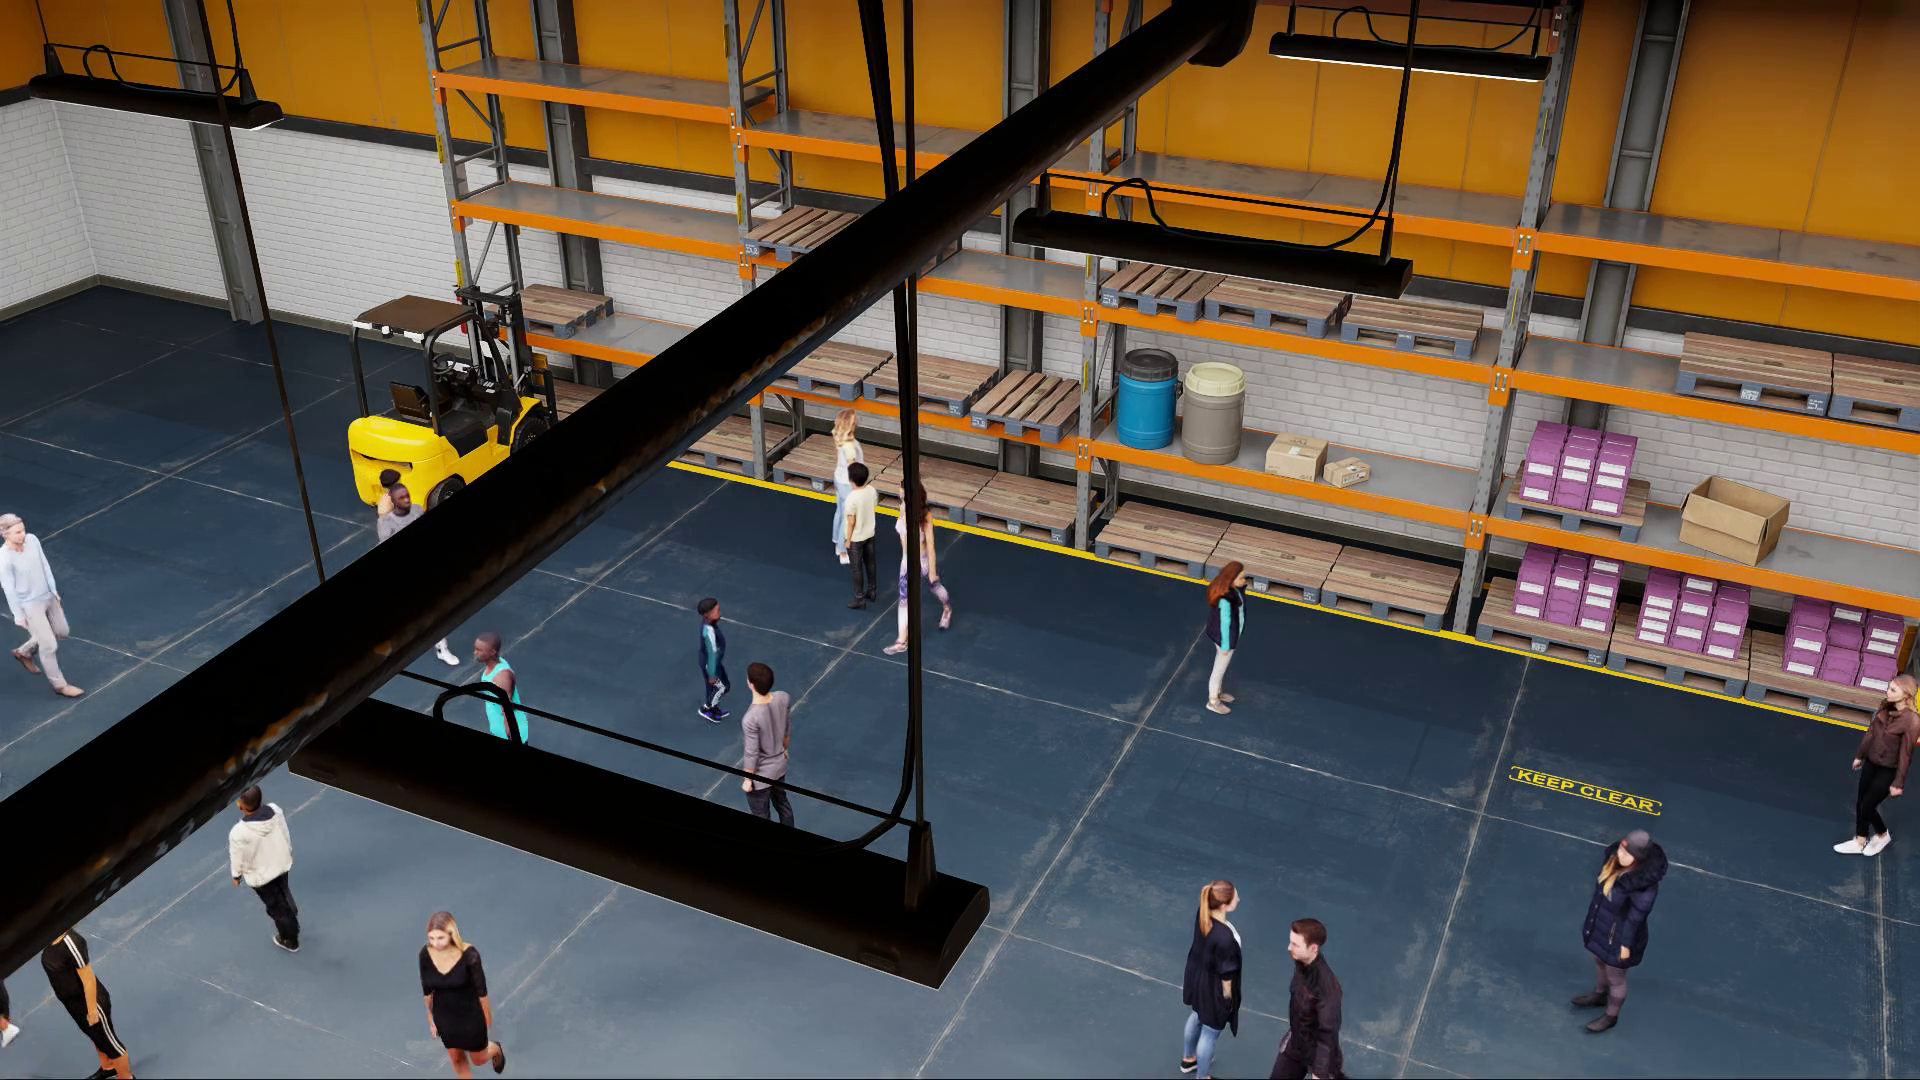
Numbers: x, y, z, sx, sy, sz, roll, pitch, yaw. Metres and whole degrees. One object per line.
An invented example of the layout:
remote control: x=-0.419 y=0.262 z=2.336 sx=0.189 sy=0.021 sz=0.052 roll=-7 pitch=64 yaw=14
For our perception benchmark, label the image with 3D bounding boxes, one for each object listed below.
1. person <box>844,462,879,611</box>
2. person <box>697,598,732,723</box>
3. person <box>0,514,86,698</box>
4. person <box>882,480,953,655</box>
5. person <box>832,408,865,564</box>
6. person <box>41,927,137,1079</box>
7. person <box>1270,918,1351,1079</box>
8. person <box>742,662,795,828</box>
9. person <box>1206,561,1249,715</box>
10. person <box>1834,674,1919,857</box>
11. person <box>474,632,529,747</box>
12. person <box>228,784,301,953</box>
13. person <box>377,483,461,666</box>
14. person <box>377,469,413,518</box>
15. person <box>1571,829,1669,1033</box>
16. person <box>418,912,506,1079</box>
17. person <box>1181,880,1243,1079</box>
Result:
person: x=-0.985 y=-0.048 z=16.483 sx=0.549 sy=1.590 sz=0.633 roll=20 pitch=35 yaw=33
person: x=-2.262 y=1.078 z=14.778 sx=0.655 sy=1.246 sz=0.610 roll=-4 pitch=29 yaw=-7
person: x=-8.454 y=0.579 z=15.046 sx=1.053 sy=1.865 sz=0.810 roll=5 pitch=29 yaw=8
person: x=-0.344 y=0.197 z=15.904 sx=1.234 sy=1.715 sz=0.983 roll=20 pitch=35 yaw=32
person: x=-1.184 y=-0.575 z=17.316 sx=0.772 sy=1.718 sz=0.710 roll=-10 pitch=30 yaw=-18
person: x=-5.725 y=2.974 z=10.861 sx=0.514 sy=1.668 sz=0.687 roll=21 pitch=35 yaw=34
person: x=2.265 y=3.136 z=10.365 sx=1.360 sy=1.859 sz=1.269 roll=-10 pitch=30 yaw=-17
person: x=-1.500 y=1.748 z=12.916 sx=0.577 sy=1.853 sz=0.696 roll=17 pitch=33 yaw=28
person: x=2.389 y=0.847 z=14.937 sx=0.589 sy=1.500 sz=0.590 roll=10 pitch=30 yaw=17
person: x=7.291 y=1.789 z=13.009 sx=0.779 sy=1.691 sz=0.746 roll=-2 pitch=29 yaw=-4
person: x=-3.546 y=1.509 z=13.419 sx=1.020 sy=1.790 sz=1.049 roll=-15 pitch=32 yaw=-26
person: x=-5.000 y=2.411 z=12.130 sx=0.595 sy=1.441 sz=0.597 roll=14 pitch=32 yaw=24
person: x=-5.207 y=0.278 z=15.658 sx=1.246 sy=1.808 sz=0.903 roll=22 pitch=35 yaw=34
person: x=-5.507 y=0.037 z=16.217 sx=1.108 sy=1.695 sz=0.890 roll=1 pitch=29 yaw=2
person: x=4.535 y=2.657 z=11.438 sx=0.809 sy=1.673 sz=0.781 roll=-3 pitch=29 yaw=-5
person: x=-3.210 y=3.020 z=10.777 sx=0.719 sy=1.668 sz=0.736 roll=3 pitch=29 yaw=5
person: x=1.647 y=2.916 z=10.952 sx=0.764 sy=1.683 sz=0.720 roll=-8 pitch=29 yaw=-13
